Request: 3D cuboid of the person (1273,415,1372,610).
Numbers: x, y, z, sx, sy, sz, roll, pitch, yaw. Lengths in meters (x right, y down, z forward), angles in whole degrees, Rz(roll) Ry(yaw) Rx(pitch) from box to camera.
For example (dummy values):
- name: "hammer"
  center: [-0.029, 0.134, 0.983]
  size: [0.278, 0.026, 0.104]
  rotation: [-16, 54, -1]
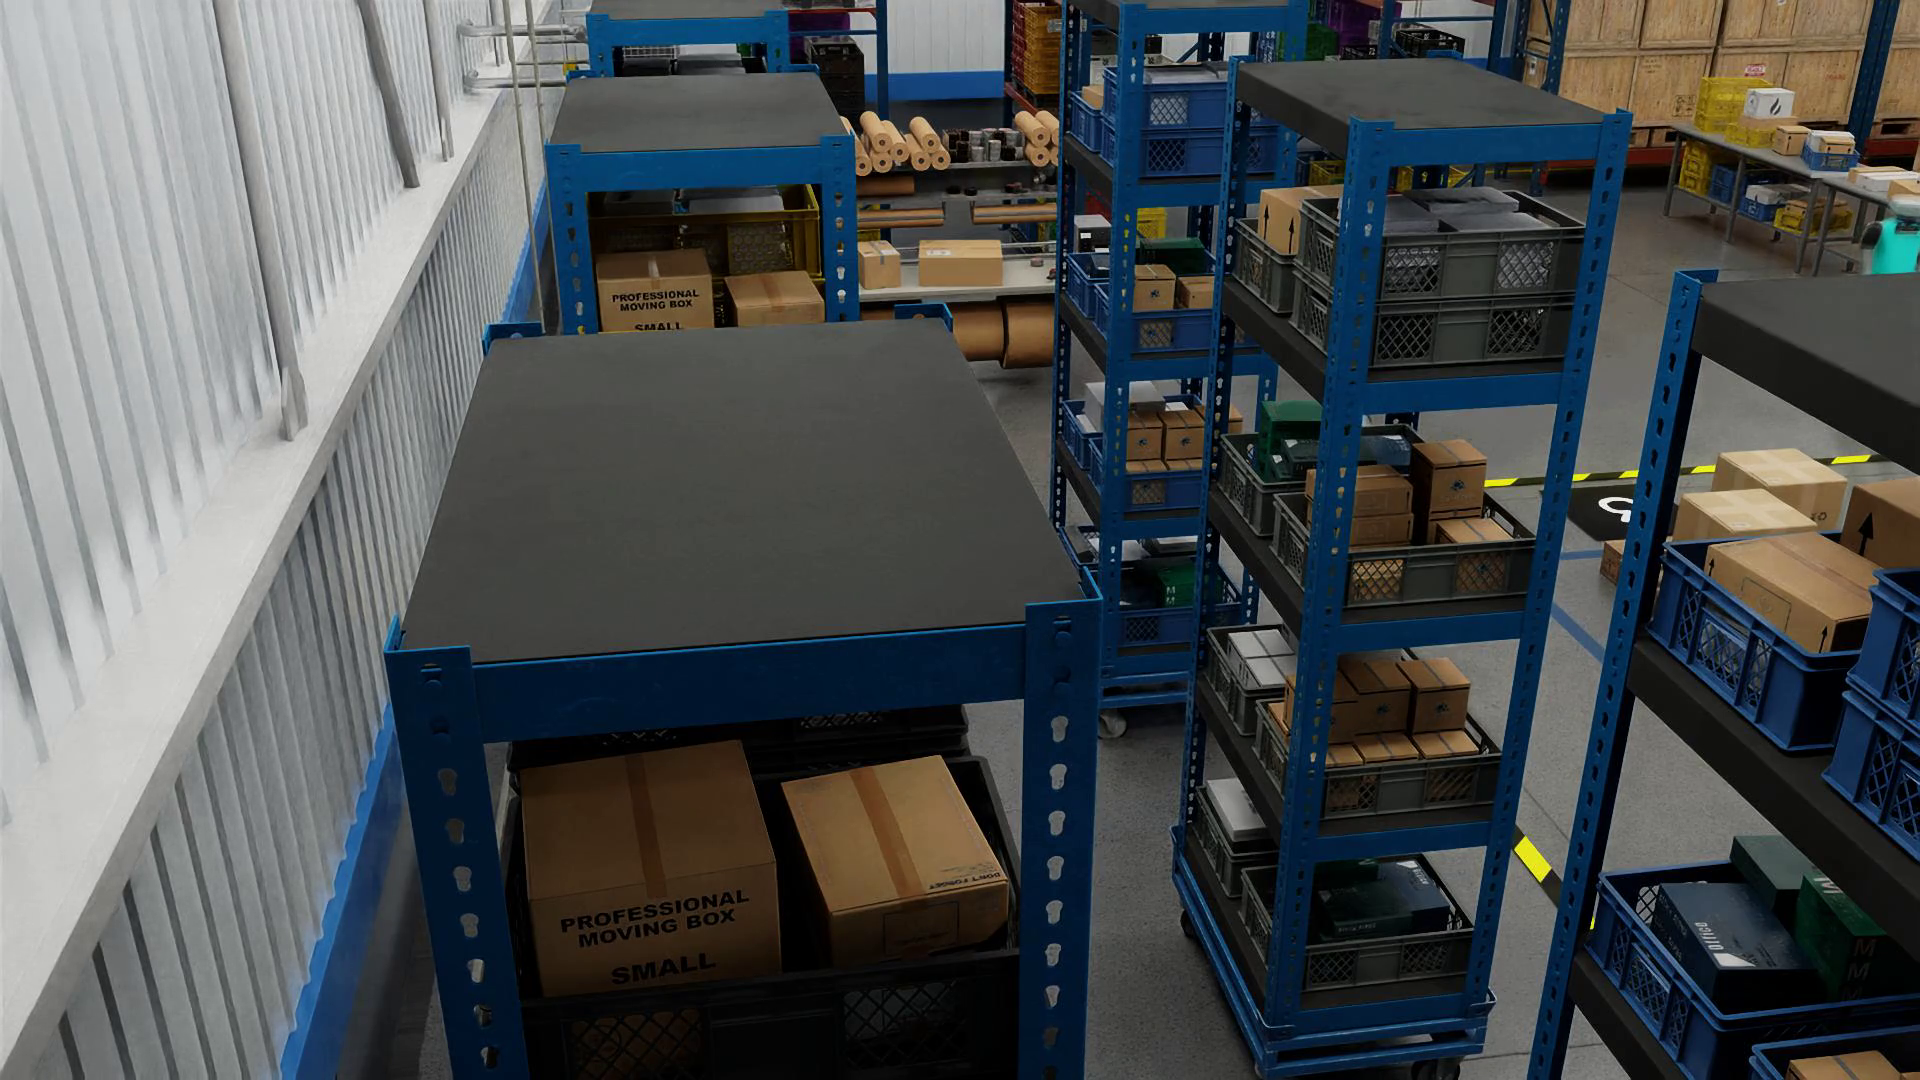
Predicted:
- name: "person"
  center: [1.784, 0.193, 7.984]
  size: [0.597, 1.850, 0.387]
  rotation: [0, 25, 0]

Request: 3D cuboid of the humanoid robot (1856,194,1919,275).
- name: "humanoid robot"
  center: [6.647, -1.549, 11.747]
  size: [0.533, 1.677, 0.735]
  rotation: [0, 25, 1]
